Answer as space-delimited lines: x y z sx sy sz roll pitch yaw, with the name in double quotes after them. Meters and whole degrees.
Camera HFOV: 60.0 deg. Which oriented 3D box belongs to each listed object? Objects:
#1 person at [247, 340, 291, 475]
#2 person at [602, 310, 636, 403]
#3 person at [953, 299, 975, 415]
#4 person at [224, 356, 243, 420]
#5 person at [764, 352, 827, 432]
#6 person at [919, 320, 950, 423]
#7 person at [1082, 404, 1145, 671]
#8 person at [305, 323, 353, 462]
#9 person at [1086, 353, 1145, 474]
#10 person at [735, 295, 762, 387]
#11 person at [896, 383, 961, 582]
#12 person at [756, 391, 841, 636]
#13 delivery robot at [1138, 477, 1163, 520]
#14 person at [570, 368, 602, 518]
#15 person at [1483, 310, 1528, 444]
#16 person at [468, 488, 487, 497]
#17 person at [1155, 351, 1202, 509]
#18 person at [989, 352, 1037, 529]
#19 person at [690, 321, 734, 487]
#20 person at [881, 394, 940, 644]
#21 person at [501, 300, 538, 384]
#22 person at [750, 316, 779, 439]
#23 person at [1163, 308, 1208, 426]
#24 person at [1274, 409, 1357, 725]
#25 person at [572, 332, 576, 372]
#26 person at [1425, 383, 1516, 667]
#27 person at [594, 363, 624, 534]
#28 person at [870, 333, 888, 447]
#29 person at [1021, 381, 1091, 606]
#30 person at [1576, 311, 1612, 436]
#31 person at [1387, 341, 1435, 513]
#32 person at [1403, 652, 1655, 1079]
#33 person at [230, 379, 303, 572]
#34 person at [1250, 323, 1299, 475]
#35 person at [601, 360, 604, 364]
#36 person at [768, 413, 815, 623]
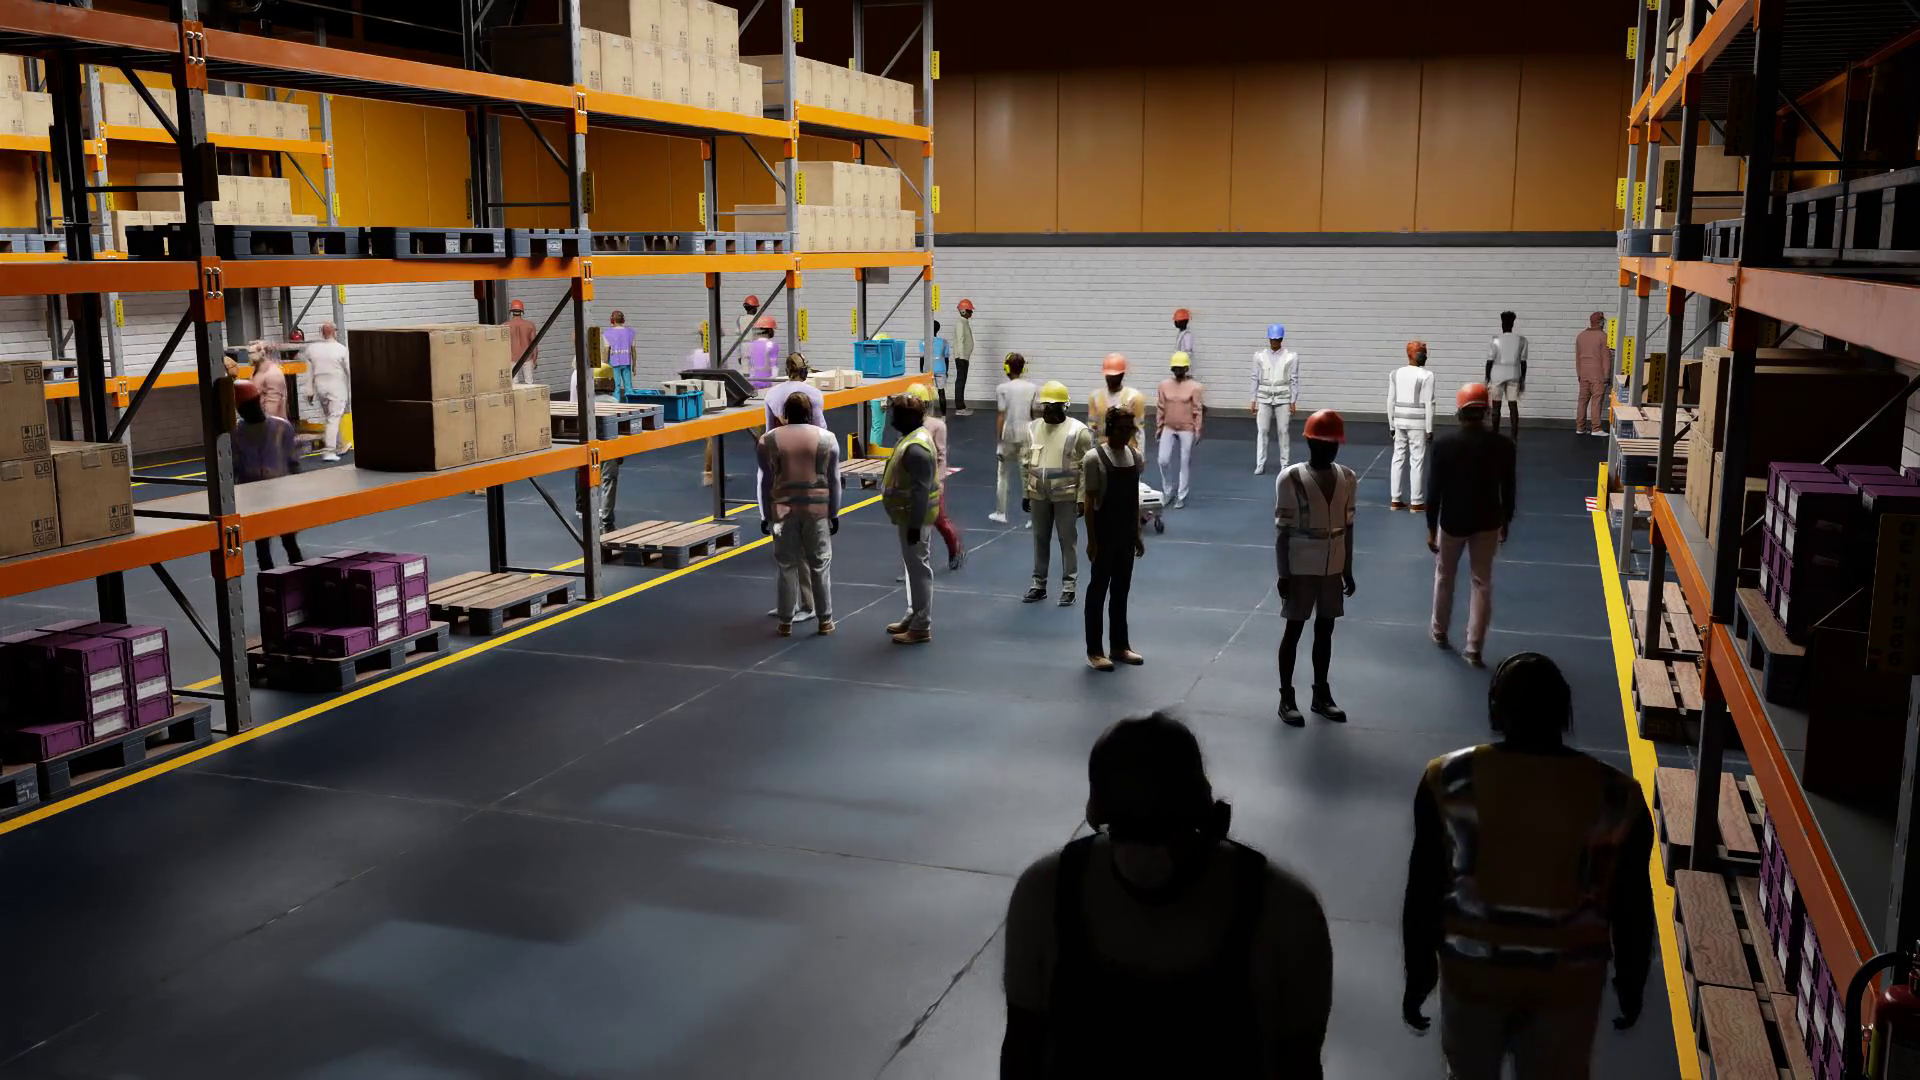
-7.803 -1.275 18.473 0.950 1.862 0.668 -10 14 -43 "person"
-5.619 -2.864 27.497 0.565 1.845 0.384 -6 12 -31 "person"
0.072 -3.154 28.708 0.386 1.996 0.610 1 10 8 "person"
-8.525 -1.331 19.462 0.498 1.633 0.285 -1 10 -6 "person"
-1.504 -0.770 15.441 0.627 1.941 0.371 5 11 26 "person"
-0.427 -2.753 27.292 0.540 1.695 0.317 -3 11 -18 "person"
1.074 -0.026 11.525 0.507 1.844 0.346 -8 13 -37 "person"
-8.505 -2.029 22.732 0.679 1.856 0.969 2 10 10 "person"
1.460 -0.812 15.749 0.564 1.917 0.481 6 12 29 "person"
-3.647 -3.267 29.214 0.613 2.043 0.374 5 11 27 "person"
-0.295 -0.533 14.672 0.531 1.738 0.797 6 11 28 "person"
-1.201 -0.192 12.460 0.624 1.845 0.430 -1 10 -4 "person"
1.799 -0.423 17.106 0.477 0.478 0.707 -4 10 -22 "delivery robot"
-4.024 -1.190 17.869 0.372 1.916 0.596 -3 11 -17 "person"
8.040 -2.396 24.525 0.613 1.962 0.362 0 10 2 "person"
-5.627 -1.354 19.409 0.316 1.696 0.541 -6 12 -30 "person"
2.408 -1.209 18.411 0.546 1.751 0.449 5 11 24 "person"
0.608 -1.040 17.295 0.535 1.830 0.964 -5 11 -26 "person"
-2.928 -1.658 20.205 0.612 2.030 0.625 -10 14 -43 "person"
-0.366 -0.159 12.276 0.430 1.845 0.624 -1 10 -5 "person"
-7.480 -3.073 28.253 0.608 1.996 0.380 -3 11 -18 "person"
-2.681 -2.231 23.714 0.570 1.919 0.650 8 13 39 "person"
3.646 -2.774 26.774 0.648 1.920 0.551 0 10 -1 "person"
2.187 0.163 10.188 0.542 1.940 0.355 -3 11 -19 "person"
-5.699 -2.345 25.160 0.312 1.638 0.512 -3 11 -19 "person"
3.603 -0.139 11.830 0.635 1.958 0.921 1 10 7 "person"
-3.594 -0.913 16.818 0.485 1.737 0.346 6 12 32 "person"
-1.043 -1.833 21.911 0.304 1.772 0.525 -2 10 -10 "person"
0.762 -0.380 13.546 0.599 1.832 0.404 5 11 28 "person"
9.746 -2.546 25.522 0.409 1.913 0.646 -5 11 -26 "person"
4.951 -1.240 18.252 0.358 1.881 0.574 -8 13 -39 "person"
1.600 1.197 4.722 0.664 1.808 0.779 3 10 16 "person"
-5.494 -0.337 13.137 0.575 1.889 0.505 -3 11 -18 "person"
3.983 -1.782 21.143 0.605 1.939 0.411 3 11 19 "person"
-4.993 -1.889 22.590 0.306 1.639 0.523 4 11 19 "person"
-1.308 -0.180 12.966 0.310 1.638 0.523 -7 12 -35 "person"
